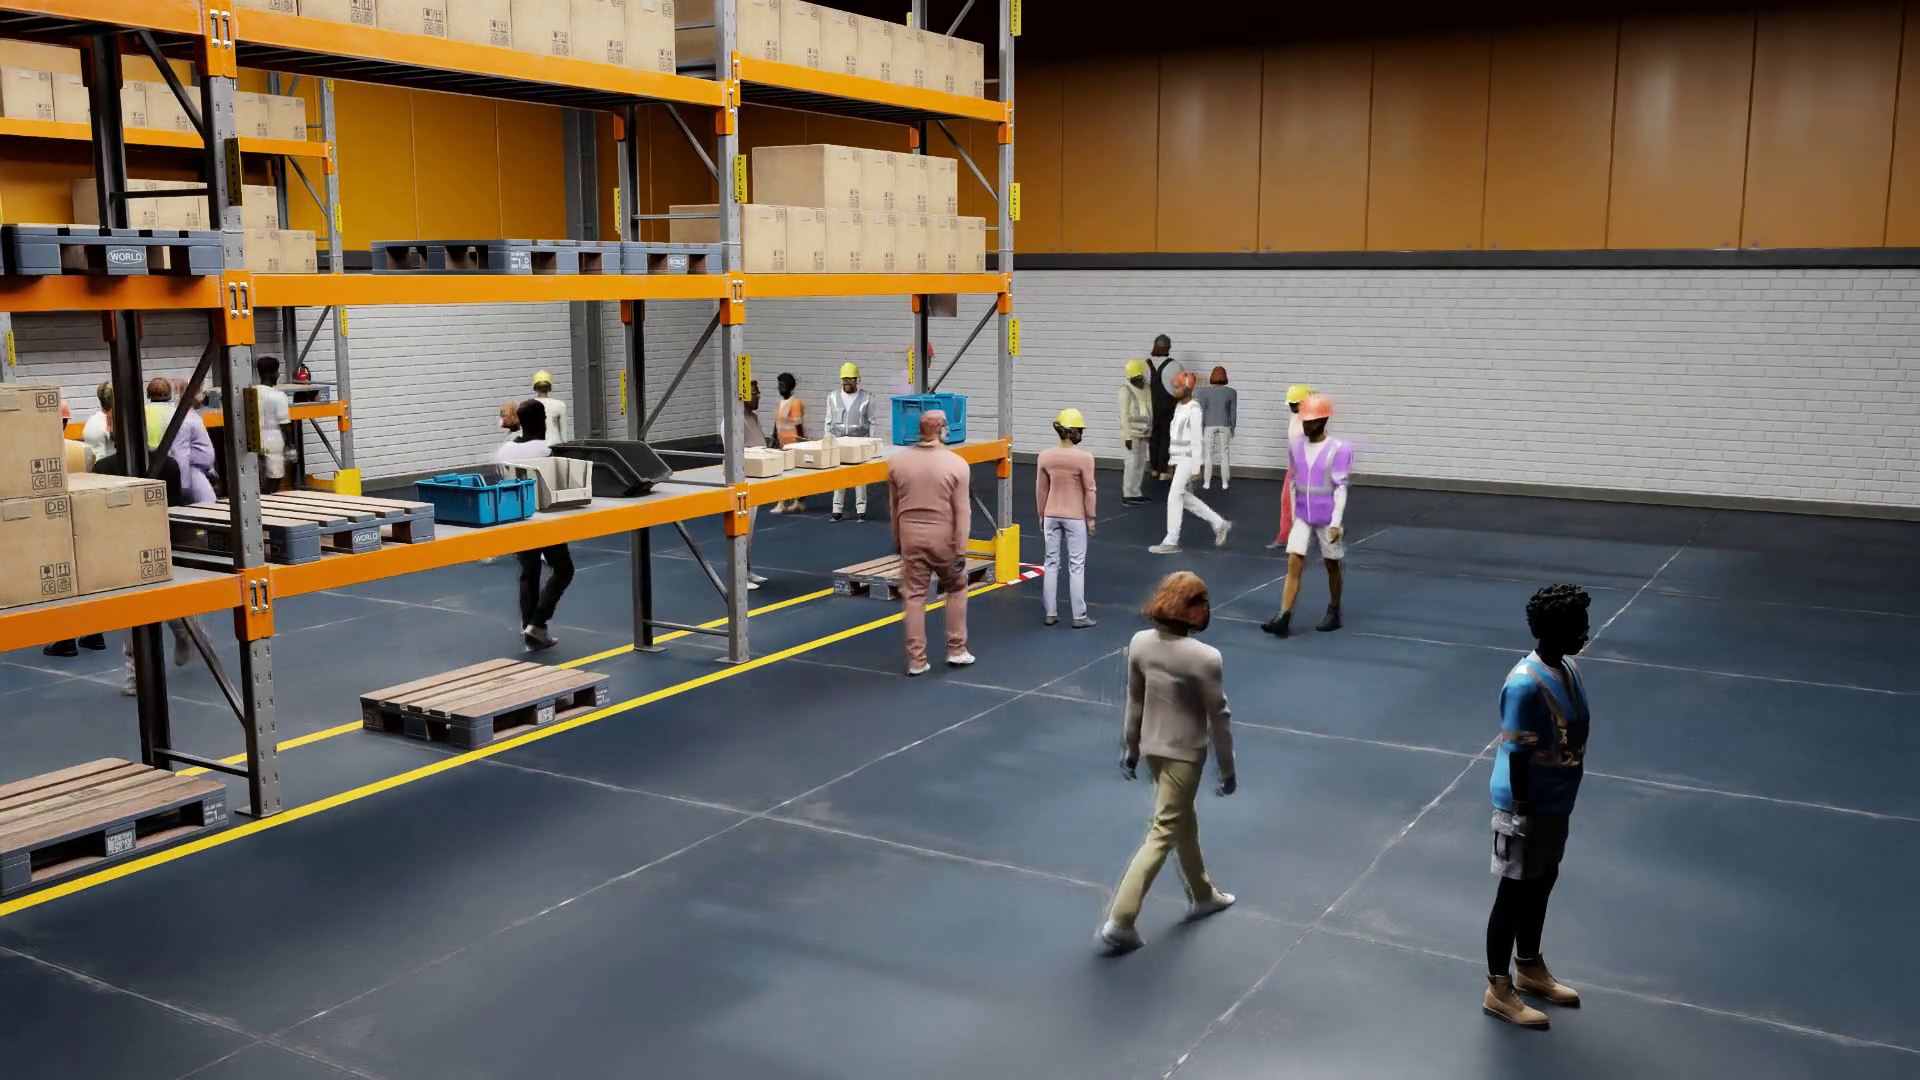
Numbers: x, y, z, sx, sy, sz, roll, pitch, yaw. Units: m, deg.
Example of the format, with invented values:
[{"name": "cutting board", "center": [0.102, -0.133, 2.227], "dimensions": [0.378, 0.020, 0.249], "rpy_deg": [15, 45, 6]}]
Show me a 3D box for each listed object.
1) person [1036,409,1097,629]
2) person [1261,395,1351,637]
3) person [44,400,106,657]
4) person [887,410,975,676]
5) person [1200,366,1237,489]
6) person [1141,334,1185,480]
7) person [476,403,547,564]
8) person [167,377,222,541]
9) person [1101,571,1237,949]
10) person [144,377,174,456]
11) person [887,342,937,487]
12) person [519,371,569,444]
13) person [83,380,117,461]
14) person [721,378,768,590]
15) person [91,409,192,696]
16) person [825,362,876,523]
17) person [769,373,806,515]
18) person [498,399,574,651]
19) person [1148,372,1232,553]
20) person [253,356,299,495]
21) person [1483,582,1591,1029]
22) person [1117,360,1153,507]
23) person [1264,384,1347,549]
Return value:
[{"name": "person", "center": [0.860, -0.171, 13.351], "dimensions": [0.526, 1.765, 0.329], "rpy_deg": [6, 11, 33]}, {"name": "person", "center": [2.740, -0.173, 12.961], "dimensions": [0.566, 1.884, 0.972], "rpy_deg": [8, 12, 42]}, {"name": "person", "center": [-6.685, -0.102, 12.382], "dimensions": [0.373, 1.934, 0.551], "rpy_deg": [4, 10, 25]}, {"name": "person", "center": [-0.180, 0.011, 11.878], "dimensions": [0.648, 1.882, 0.728], "rpy_deg": [3, 10, 18]}, {"name": "person", "center": [3.399, -1.479, 21.949], "dimensions": [0.493, 1.624, 0.280], "rpy_deg": [0, 9, 1]}, {"name": "person", "center": [2.827, -1.868, 23.083], "dimensions": [0.690, 2.000, 0.600], "rpy_deg": [5, 10, 29]}, {"name": "person", "center": [-4.363, -0.538, 16.161], "dimensions": [0.843, 1.581, 0.522], "rpy_deg": [-5, 11, -30]}, {"name": "person", "center": [-7.105, -0.589, 15.646], "dimensions": [0.786, 1.869, 0.634], "rpy_deg": [-5, 10, -26]}, {"name": "person", "center": [0.906, 0.919, 7.081], "dimensions": [0.855, 1.591, 0.516], "rpy_deg": [-7, 11, -37]}, {"name": "person", "center": [-7.693, -0.649, 16.096], "dimensions": [0.625, 1.843, 0.430], "rpy_deg": [-3, 9, -16]}, {"name": "person", "center": [-0.541, -1.425, 20.356], "dimensions": [0.538, 2.022, 0.628], "rpy_deg": [-3, 10, -20]}, {"name": "person", "center": [-4.717, -1.043, 18.862], "dimensions": [0.554, 1.740, 0.723], "rpy_deg": [-3, 10, -17]}, {"name": "person", "center": [-7.231, -0.401, 14.245], "dimensions": [0.375, 1.939, 0.628], "rpy_deg": [0, 9, -1]}, {"name": "person", "center": [-1.923, -0.514, 15.046], "dimensions": [0.401, 1.907, 0.648], "rpy_deg": [1, 9, 7]}, {"name": "person", "center": [-5.589, 0.036, 11.410], "dimensions": [0.624, 1.977, 0.767], "rpy_deg": [-1, 9, -3]}, {"name": "person", "center": [-1.255, -1.105, 18.960], "dimensions": [0.588, 1.835, 0.403], "rpy_deg": [1, 9, 6]}, {"name": "person", "center": [-2.073, -1.130, 19.564], "dimensions": [0.637, 1.671, 0.579], "rpy_deg": [-5, 10, -27]}, {"name": "person", "center": [-3.181, -0.106, 12.494], "dimensions": [0.634, 1.904, 0.449], "rpy_deg": [5, 10, 29]}, {"name": "person", "center": [2.358, -0.778, 16.862], "dimensions": [0.805, 1.862, 0.591], "rpy_deg": [-1, 9, -4]}, {"name": "person", "center": [-7.480, -1.016, 18.042], "dimensions": [0.603, 1.950, 0.437], "rpy_deg": [5, 10, 29]}, {"name": "person", "center": [2.200, 0.991, 6.328], "dimensions": [0.321, 1.694, 0.534], "rpy_deg": [8, 12, 40]}, {"name": "person", "center": [2.169, -1.302, 20.353], "dimensions": [0.404, 1.795, 0.662], "rpy_deg": [7, 12, 38]}, {"name": "person", "center": [3.596, -0.752, 17.135], "dimensions": [0.814, 1.720, 0.544], "rpy_deg": [-3, 10, -18]}]
